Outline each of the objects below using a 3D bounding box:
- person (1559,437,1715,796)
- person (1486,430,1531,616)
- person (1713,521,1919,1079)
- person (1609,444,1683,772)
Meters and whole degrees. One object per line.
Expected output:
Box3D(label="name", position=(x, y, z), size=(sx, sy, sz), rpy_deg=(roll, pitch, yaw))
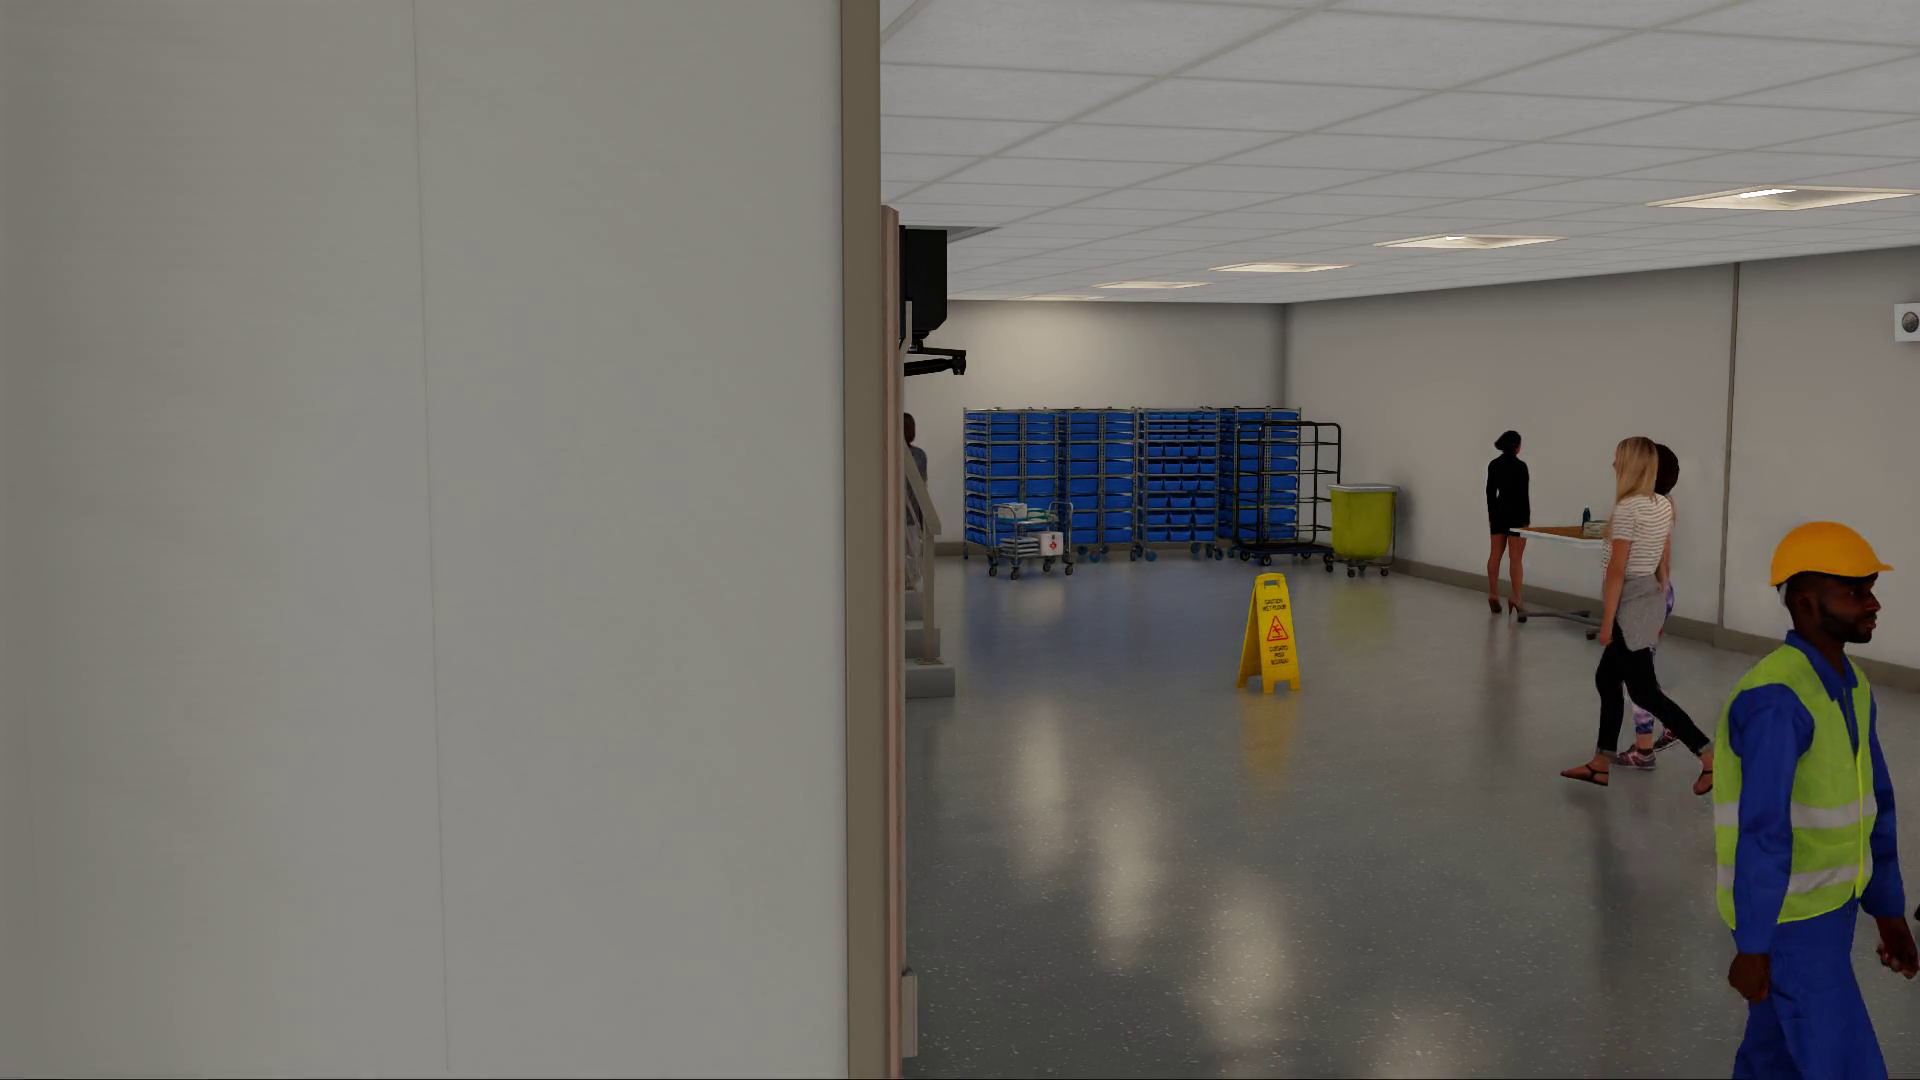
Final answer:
Box3D(label="person", position=(3.451, 0.418, 8.264), size=(0.980, 1.791, 1.189), rpy_deg=(-5, 8, -42))
Box3D(label="person", position=(4.874, -0.157, 14.757), size=(0.726, 1.636, 0.665), rpy_deg=(-4, 7, -35))
Box3D(label="person", position=(1.873, 0.855, 3.880), size=(0.908, 1.800, 0.845), rpy_deg=(5, 8, 41))
Box3D(label="person", position=(3.767, 0.370, 8.904), size=(0.828, 1.759, 0.773), rpy_deg=(3, 6, 24))
